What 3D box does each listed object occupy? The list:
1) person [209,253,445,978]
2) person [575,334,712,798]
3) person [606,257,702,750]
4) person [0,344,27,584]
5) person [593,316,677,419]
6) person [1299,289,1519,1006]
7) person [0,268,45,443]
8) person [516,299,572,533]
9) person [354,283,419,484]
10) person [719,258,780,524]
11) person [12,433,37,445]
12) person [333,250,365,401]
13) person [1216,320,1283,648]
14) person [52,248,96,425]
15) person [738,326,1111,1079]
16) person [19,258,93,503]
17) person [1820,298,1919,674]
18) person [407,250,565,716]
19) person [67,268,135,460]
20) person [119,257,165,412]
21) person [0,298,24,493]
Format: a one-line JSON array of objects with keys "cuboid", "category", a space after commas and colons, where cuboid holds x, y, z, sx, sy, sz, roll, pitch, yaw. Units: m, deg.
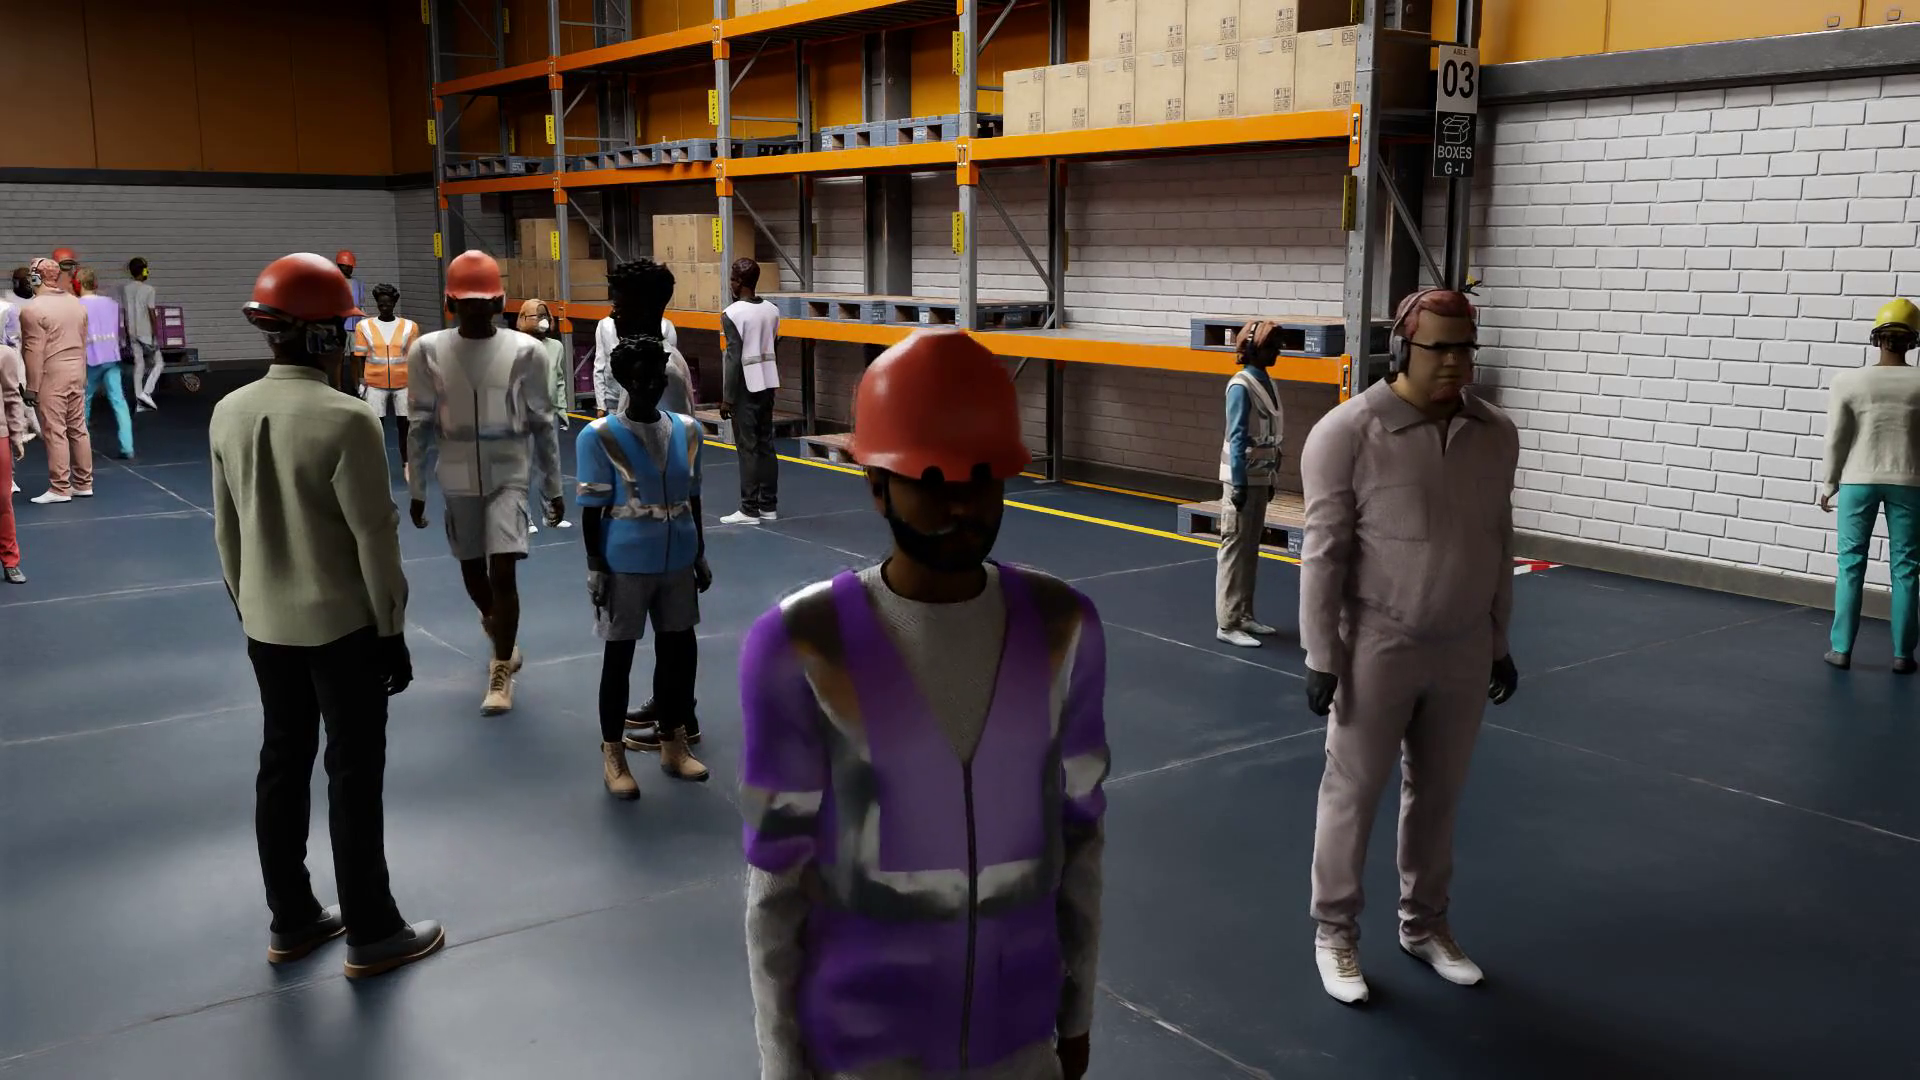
[{"cuboid": [-1.765, 0.218, 4.599, 0.611, 1.995, 0.381, 5, 11, 24], "category": "person"}, {"cuboid": [-1.154, 0.090, 6.147, 0.541, 1.695, 0.315, -9, 13, -41], "category": "person"}, {"cuboid": [-1.223, -0.143, 6.697, 0.372, 1.966, 0.603, -2, 10, -13], "category": "person"}, {"cuboid": [-5.798, -0.594, 9.790, 0.525, 1.769, 0.313, -7, 12, -33], "category": "person"}, {"cuboid": [-2.289, -0.980, 11.756, 0.590, 1.835, 0.404, -1, 10, -6], "category": "person"}, {"cuboid": [1.221, 0.289, 4.453, 0.652, 1.904, 0.402, -3, 11, -18], "category": "person"}, {"cuboid": [-9.627, -1.909, 17.130, 0.965, 1.785, 0.646, 7, 12, 35], "category": "person"}, {"cuboid": [-2.973, -0.874, 11.719, 0.286, 1.636, 0.499, 8, 13, 37], "category": "person"}, {"cuboid": [-4.780, -1.297, 13.930, 0.529, 1.692, 0.321, -4, 11, -20], "category": "person"}, {"cuboid": [-1.511, -1.070, 12.027, 0.390, 1.919, 0.591, 5, 11, 27], "category": "person"}, {"cuboid": [-9.768, -1.831, 16.435, 0.933, 1.875, 0.593, -7, 13, -36], "category": "person"}, {"cuboid": [-7.805, -2.721, 21.217, 0.358, 1.938, 0.542, 8, 13, 39], "category": "person"}, {"cuboid": [1.473, -0.290, 8.433, 0.315, 1.640, 0.515, 5, 11, 27], "category": "person"}, {"cuboid": [-10.008, -2.278, 18.661, 0.877, 1.957, 0.643, 9, 14, 42], "category": "person"}, {"cuboid": [-0.058, 0.645, 2.433, 0.549, 1.919, 0.717, -4, 11, -21], "category": "person"}, {"cuboid": [-7.098, -1.241, 13.020, 0.410, 1.908, 0.643, 1, 10, 8], "category": "person"}, {"cuboid": [4.354, -0.250, 7.859, 0.526, 1.769, 0.328, 5, 11, 25], "category": "person"}, {"cuboid": [-2.101, -0.285, 7.434, 0.661, 2.007, 0.911, -1, 10, -7], "category": "person"}, {"cuboid": [-8.137, -1.643, 15.594, 0.978, 1.788, 0.583, 6, 12, 30], "category": "person"}, {"cuboid": [-9.844, -2.460, 20.016, 0.525, 1.856, 0.391, 2, 10, 8], "category": "person"}, {"cuboid": [-7.866, -1.311, 13.378, 0.585, 1.917, 0.380, -7, 12, -33], "category": "person"}]
